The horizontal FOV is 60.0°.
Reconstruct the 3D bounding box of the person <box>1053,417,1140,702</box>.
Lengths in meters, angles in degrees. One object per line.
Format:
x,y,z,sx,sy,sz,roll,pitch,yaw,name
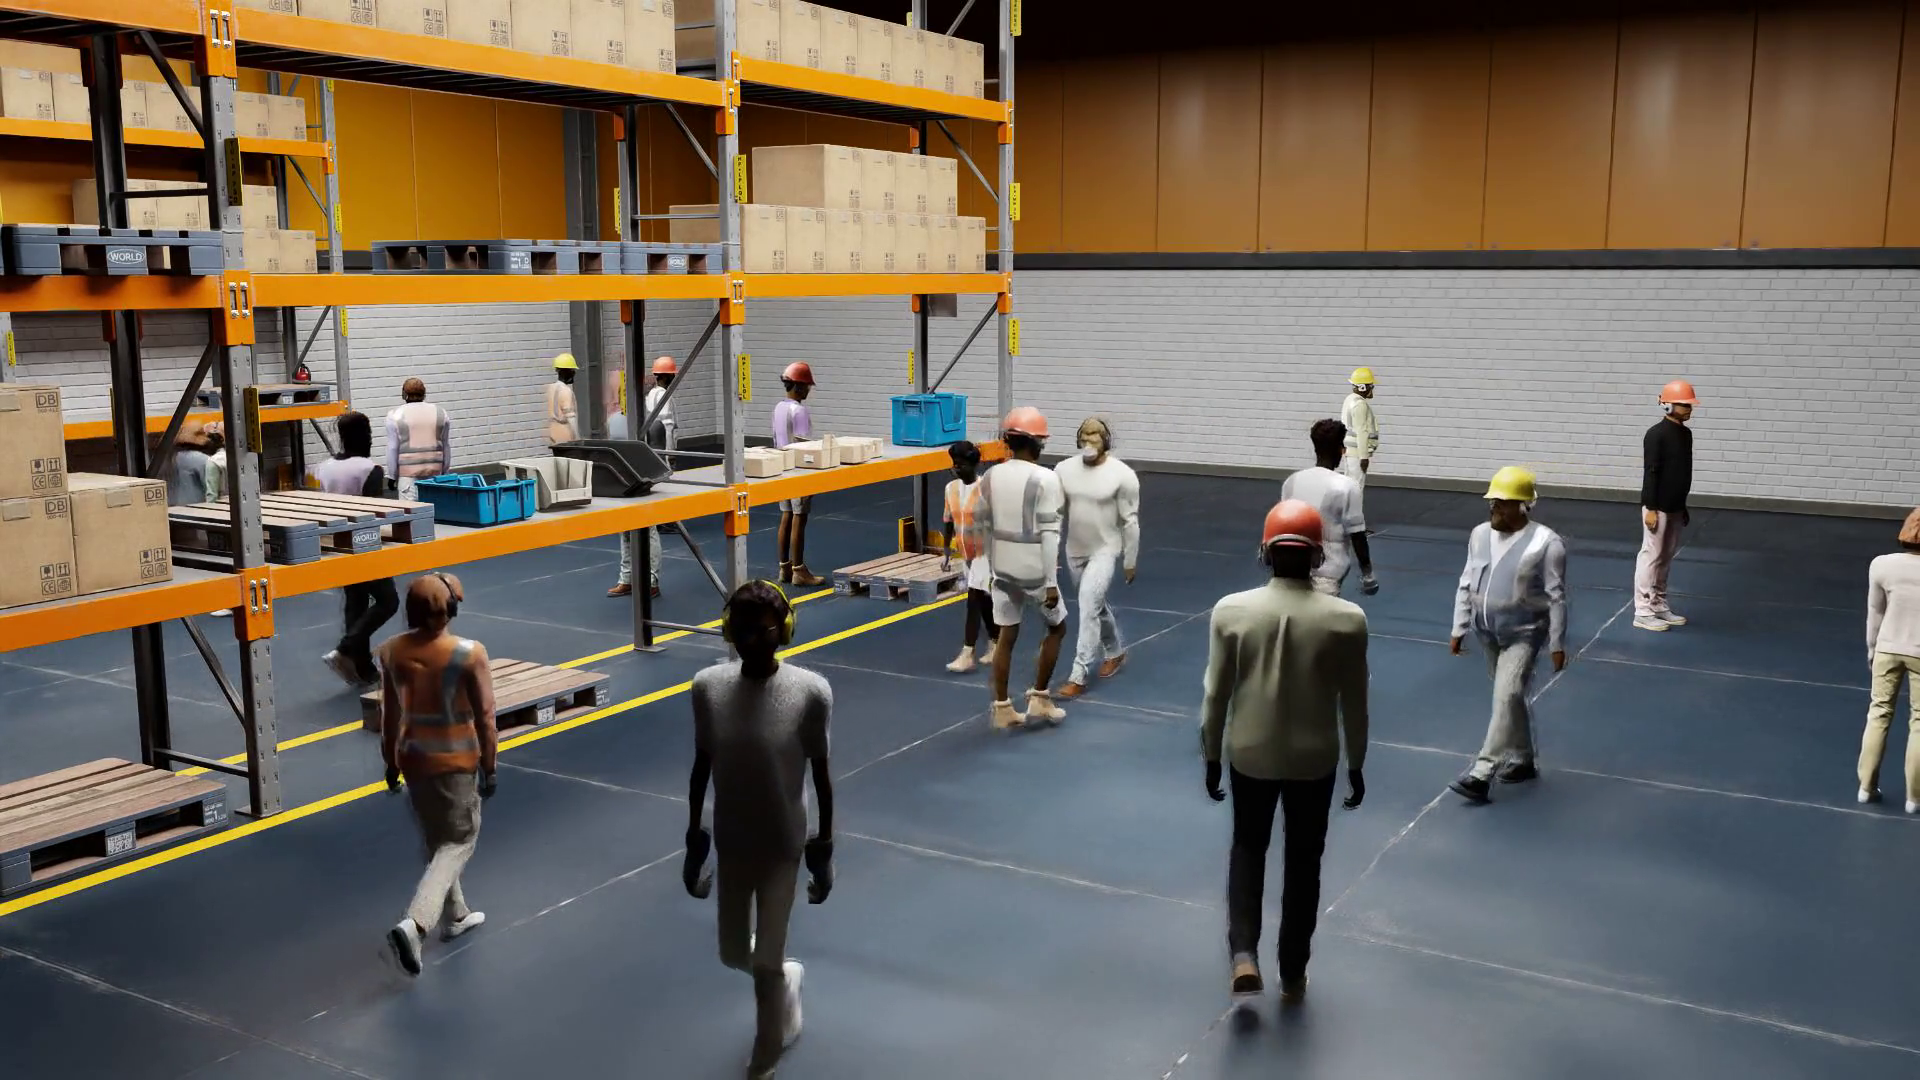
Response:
0.932,0.091,11.355,0.634,1.892,1.011,7,11,36,person

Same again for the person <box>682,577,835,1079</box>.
-0.671,1.018,5.665,0.522,1.846,0.809,2,9,14,person

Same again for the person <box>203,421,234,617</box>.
-6.072,-0.177,13.820,0.316,1.631,0.513,1,9,7,person

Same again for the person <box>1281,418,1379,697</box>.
2.375,0.165,10.810,1.023,1.914,0.610,-5,11,-31,person

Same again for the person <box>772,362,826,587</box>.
-1.477,-0.596,15.144,0.381,2.042,0.604,-5,11,-30,person

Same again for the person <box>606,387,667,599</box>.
-2.844,-0.438,14.524,0.638,1.949,0.406,5,10,29,person

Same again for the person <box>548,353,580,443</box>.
-4.554,-1.193,19.224,0.376,1.927,0.612,-4,10,-25,person

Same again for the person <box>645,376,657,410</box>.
-3.826,-1.223,20.456,0.518,1.594,0.870,8,12,40,person

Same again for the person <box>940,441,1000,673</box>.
0.064,0.117,11.863,0.746,1.647,0.544,-8,12,-42,person

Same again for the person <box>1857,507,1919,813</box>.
5.042,0.628,8.800,0.286,1.626,0.493,-8,12,-39,person

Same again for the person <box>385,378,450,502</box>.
-5.236,-0.645,16.069,0.623,1.844,0.430,-7,11,-36,person

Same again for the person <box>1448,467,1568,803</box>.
2.921,0.503,9.027,0.905,1.793,0.614,-6,11,-32,person

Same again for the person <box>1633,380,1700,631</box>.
5.672,-0.282,13.322,0.613,1.995,0.391,-8,12,-40,person

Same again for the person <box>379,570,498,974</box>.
-2.180,0.943,6.847,0.526,1.619,0.691,3,10,17,person

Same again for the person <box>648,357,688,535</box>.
-3.211,-1.028,18.158,0.354,1.939,0.544,-5,10,-26,person

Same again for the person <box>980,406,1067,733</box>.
0.436,0.183,10.336,0.653,2.018,0.663,8,12,42,person

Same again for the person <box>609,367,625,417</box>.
-4.090,-1.502,21.286,0.683,1.874,0.833,8,12,40,person

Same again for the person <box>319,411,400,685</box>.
-4.125,0.077,11.351,0.621,1.906,0.485,6,11,33,person

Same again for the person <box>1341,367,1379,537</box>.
4.323,-0.954,18.015,0.404,1.835,0.587,0,9,0,person

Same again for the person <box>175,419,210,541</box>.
-6.511,-0.215,14.081,0.508,1.611,0.596,8,12,39,person

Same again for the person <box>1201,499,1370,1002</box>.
1.246,0.836,6.390,0.634,1.983,0.525,3,10,18,person
